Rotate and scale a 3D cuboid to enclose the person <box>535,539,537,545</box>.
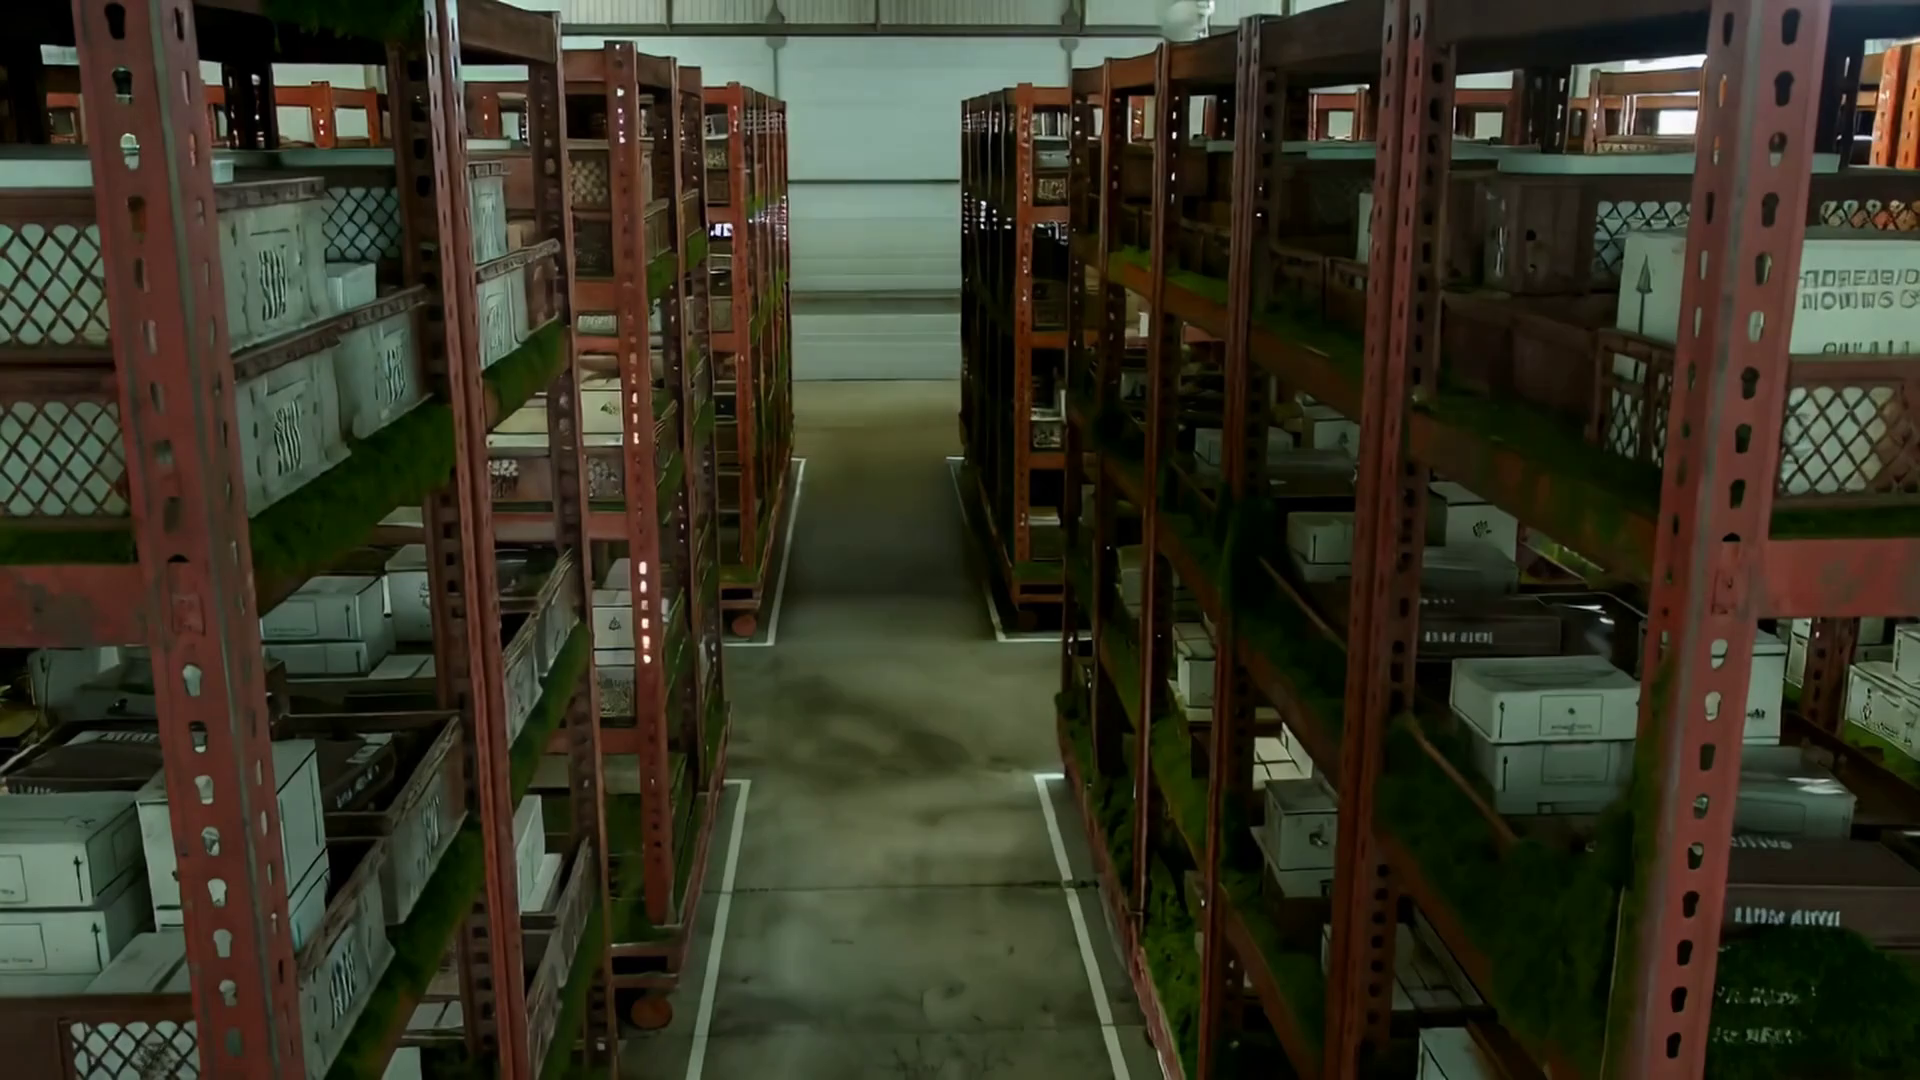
[{"bbox_3d":[-2.604,-0.196,10.471,0.422,1.983,0.609,-1,14,-5],"label":"person"}]
